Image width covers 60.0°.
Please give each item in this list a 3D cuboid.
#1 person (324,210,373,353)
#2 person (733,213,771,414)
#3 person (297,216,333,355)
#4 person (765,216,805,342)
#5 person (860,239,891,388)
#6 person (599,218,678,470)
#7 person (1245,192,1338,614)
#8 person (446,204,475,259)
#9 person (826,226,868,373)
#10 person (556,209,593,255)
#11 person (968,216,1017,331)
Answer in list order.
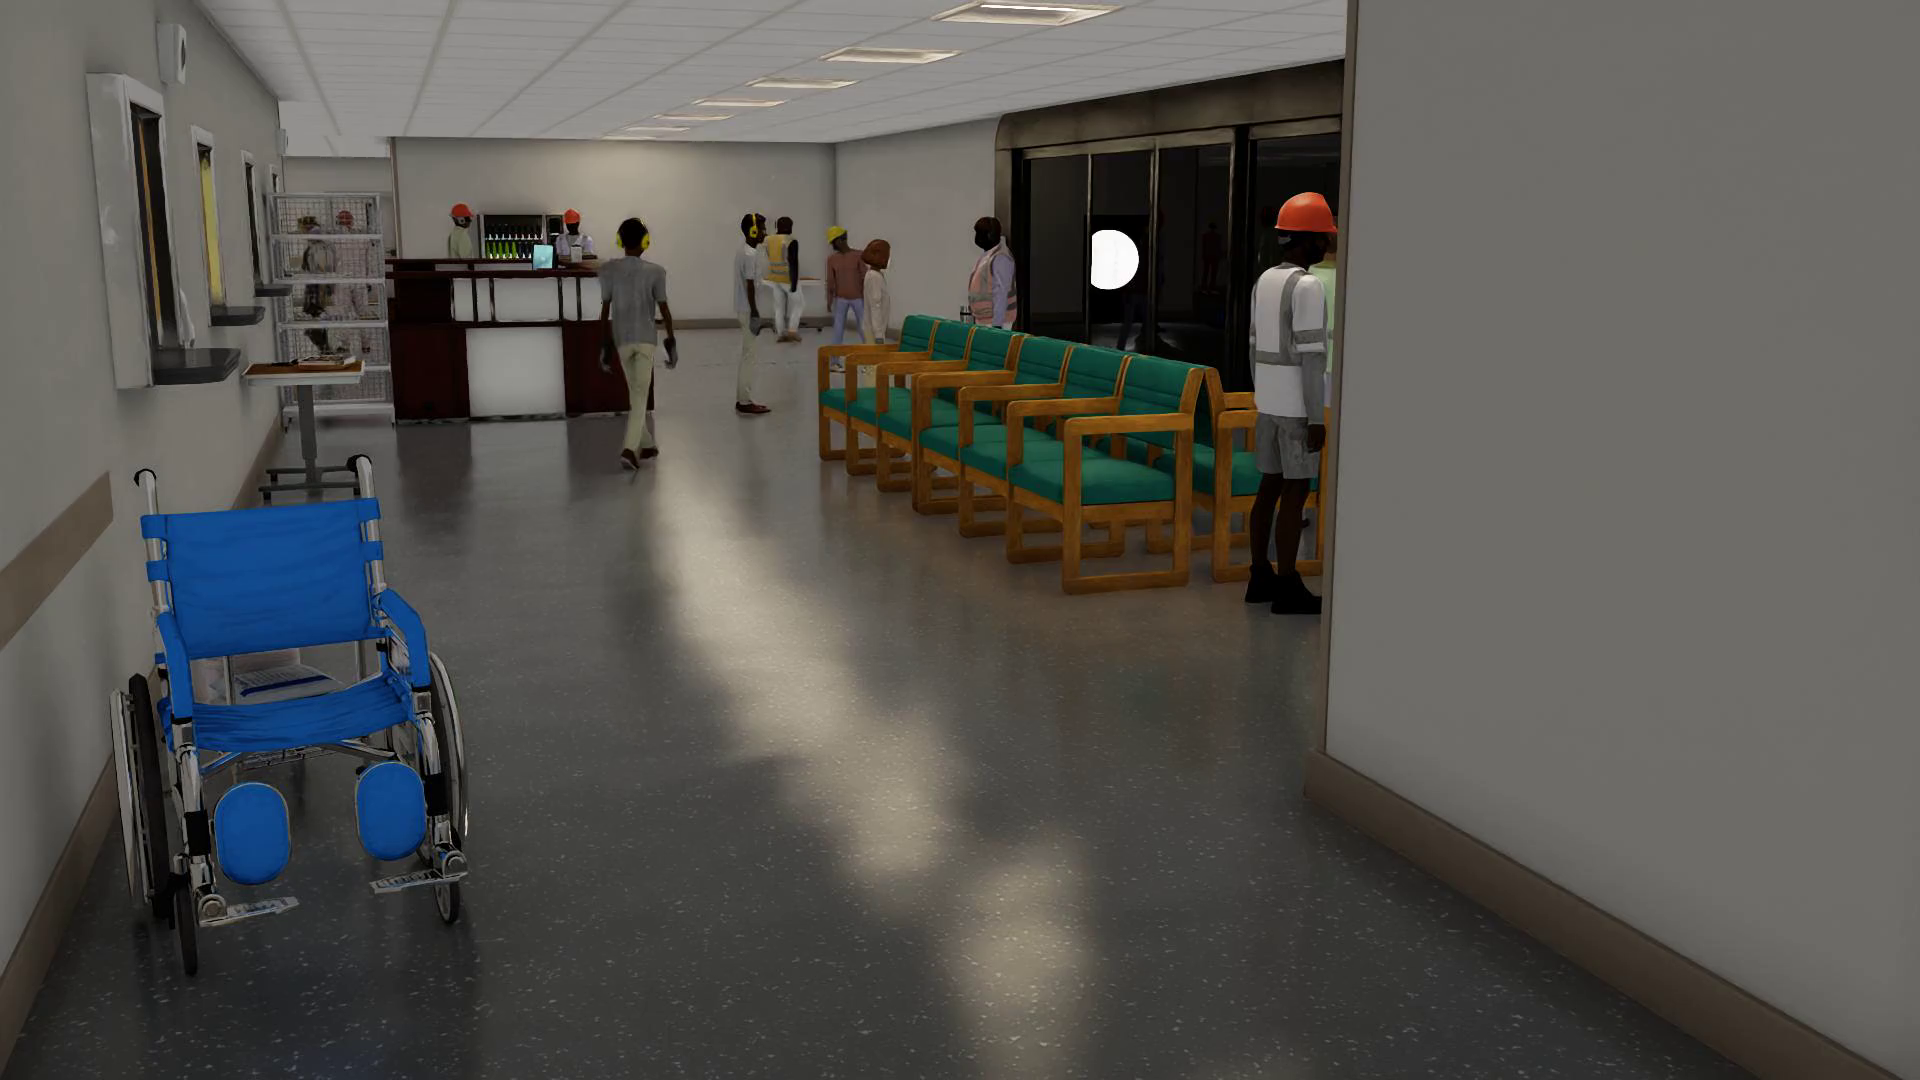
[{"bbox_3d":[-8.238,-3.473,22.413,0.641,1.908,0.407,-9,14,-39],"label":"person"},{"bbox_3d":[-1.954,-2.108,15.543,0.327,1.860,0.506,-3,11,-13],"label":"person"},{"bbox_3d":[-7.689,-2.926,19.781,0.391,1.830,0.526,-4,12,-21],"label":"person"},{"bbox_3d":[-2.533,-3.789,24.241,0.636,1.827,0.509,8,14,37],"label":"person"},{"bbox_3d":[-0.723,-1.800,14.534,0.285,1.632,0.498,-1,11,-4],"label":"person"},{"bbox_3d":[-2.372,-1.440,12.200,0.537,1.829,0.959,1,11,7],"label":"person"},{"bbox_3d":[1.558,-0.626,7.722,0.364,1.935,0.553,-3,12,-17],"label":"person"},{"bbox_3d":[-6.690,-3.512,22.383,0.393,1.995,0.612,-8,13,-34],"label":"person"},{"bbox_3d":[-1.309,-2.824,19.574,0.555,1.717,0.405,2,11,11],"label":"person"},{"bbox_3d":[-5.417,-3.673,23.384,0.545,1.929,0.390,2,11,11],"label":"person"},{"bbox_3d":[0.285,-1.969,14.902,0.432,1.832,0.628,-3,11,-14],"label":"person"}]
